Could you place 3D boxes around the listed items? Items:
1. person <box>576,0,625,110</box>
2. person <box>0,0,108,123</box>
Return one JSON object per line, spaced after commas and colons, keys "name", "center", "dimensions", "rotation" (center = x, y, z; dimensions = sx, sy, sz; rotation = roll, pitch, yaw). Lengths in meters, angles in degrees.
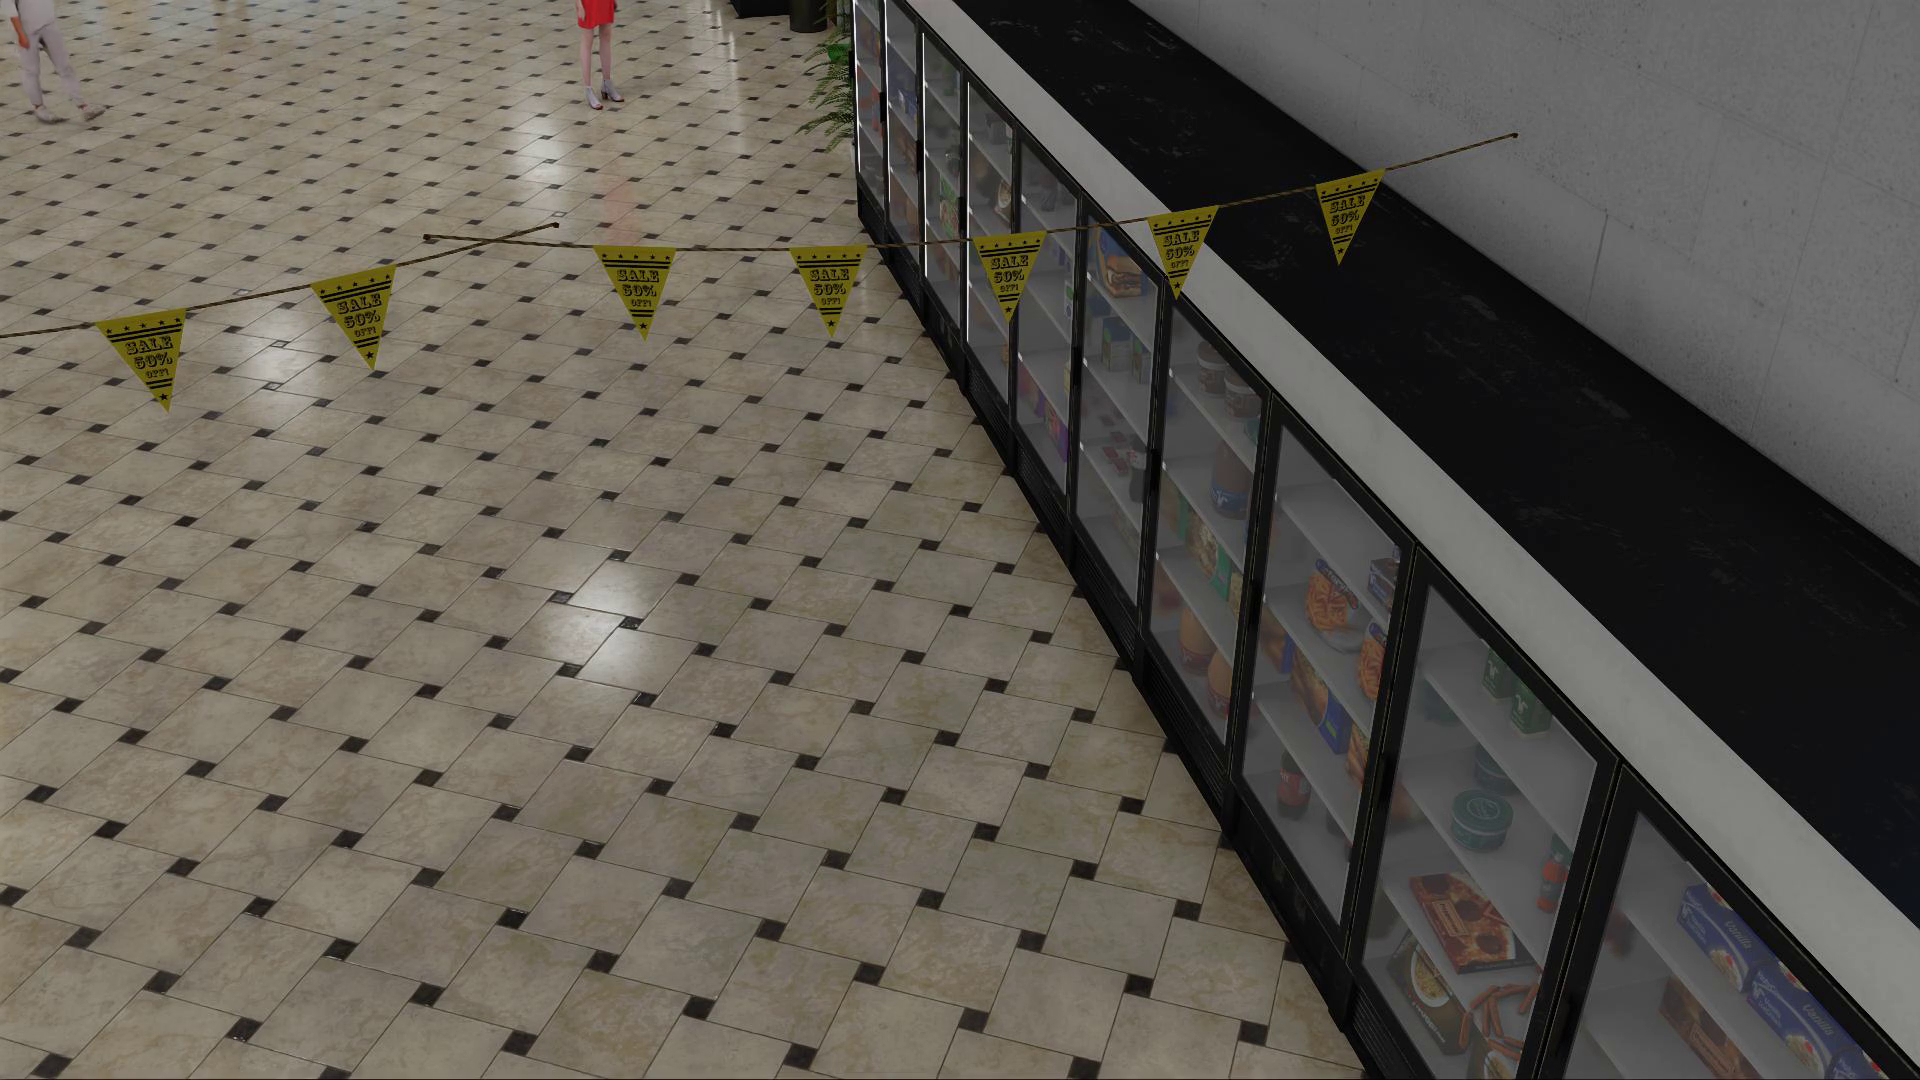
{"name": "person", "center": [-3.187, -4.713, 14.495], "dimensions": [0.740, 1.826, 0.658], "rotation": [21, 37, 30]}
{"name": "person", "center": [-7.889, -4.344, 14.065], "dimensions": [1.089, 1.654, 1.010], "rotation": [15, 35, 22]}
